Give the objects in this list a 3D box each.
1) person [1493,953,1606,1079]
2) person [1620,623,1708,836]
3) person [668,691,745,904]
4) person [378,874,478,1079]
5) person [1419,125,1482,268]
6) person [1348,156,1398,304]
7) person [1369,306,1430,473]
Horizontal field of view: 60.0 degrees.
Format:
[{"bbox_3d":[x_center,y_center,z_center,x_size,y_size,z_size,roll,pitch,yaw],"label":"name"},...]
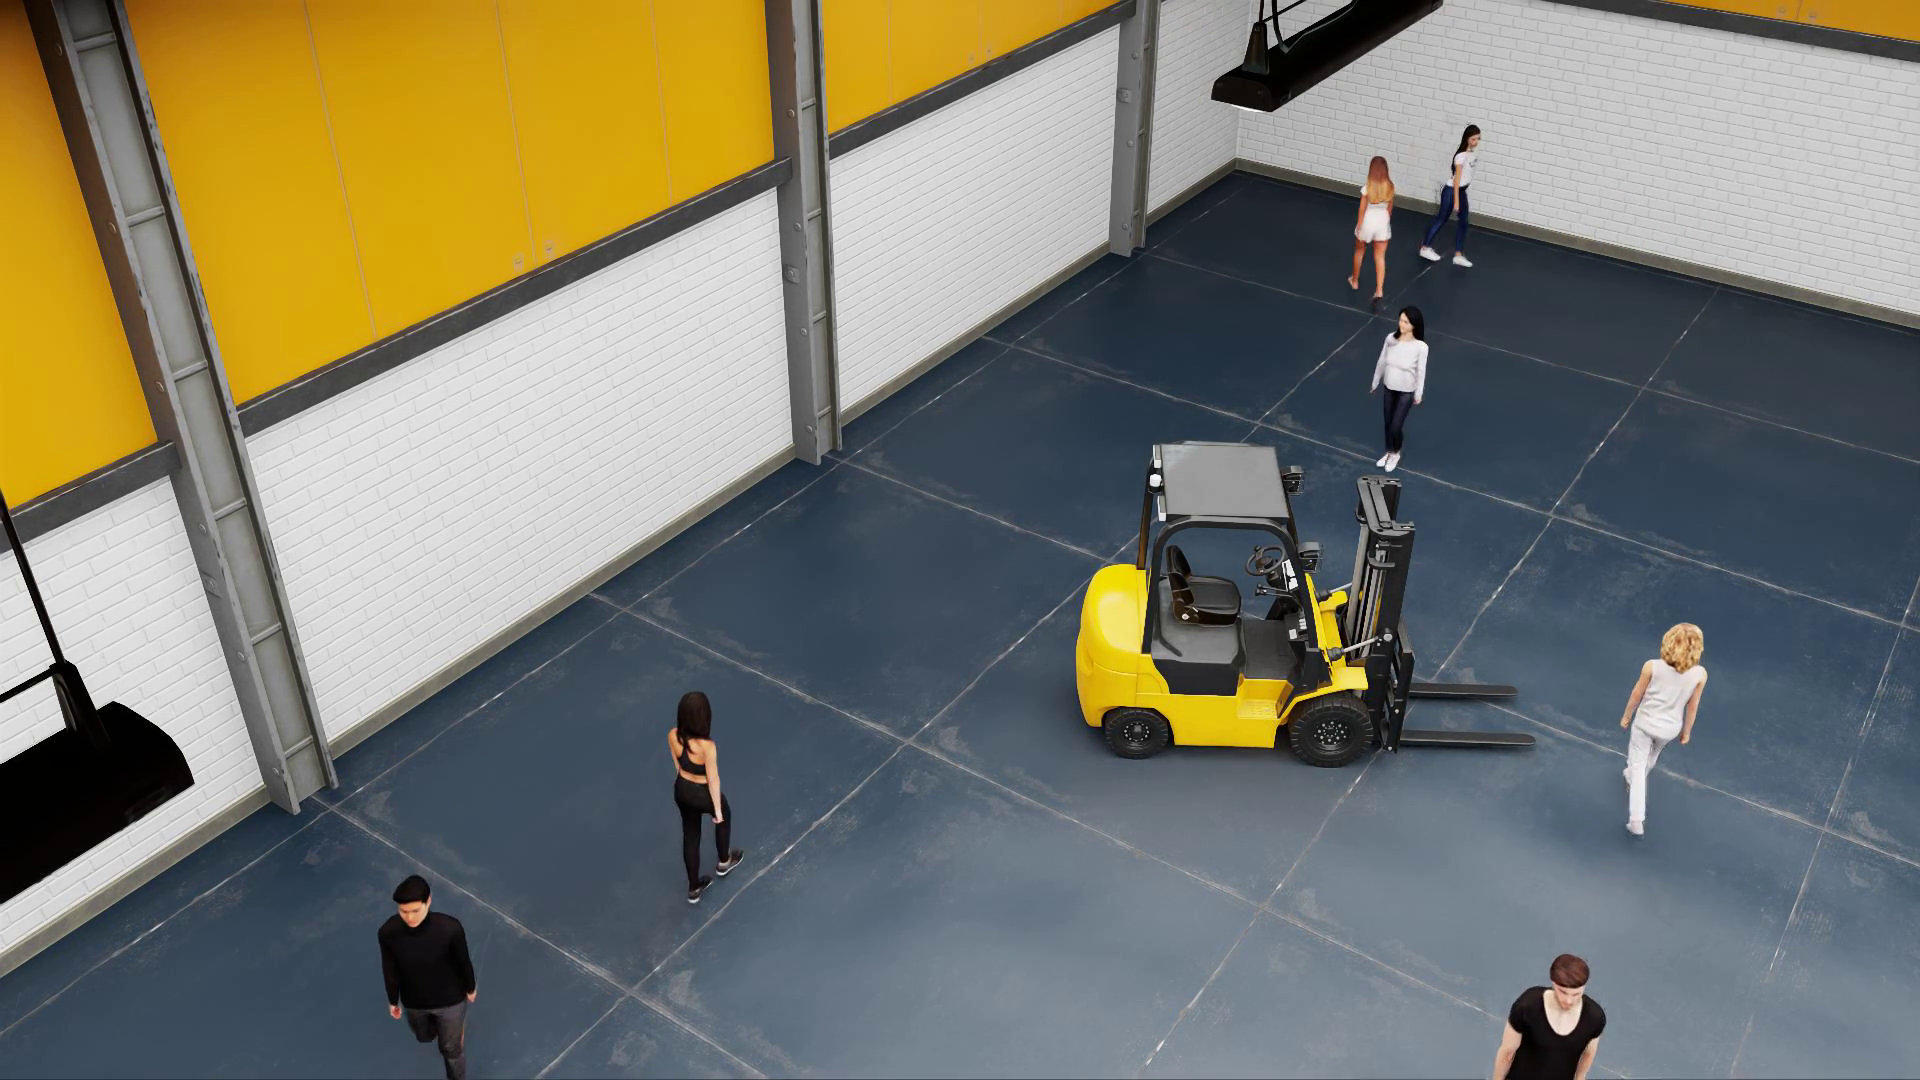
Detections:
[{"bbox_3d":[3.125,2.878,9.024,0.774,1.884,0.794,8,34,12],"label":"person"},{"bbox_3d":[4.853,1.324,11.584,0.887,1.639,1.132,6,34,9],"label":"person"},{"bbox_3d":[-1.771,1.746,10.962,0.665,1.624,0.822,13,36,19],"label":"person"},{"bbox_3d":[-3.056,2.567,9.658,0.948,1.701,1.098,1,34,2],"label":"person"},{"bbox_3d":[5.768,-4.084,19.633,0.771,1.736,0.904,25,41,32],"label":"person"},{"bbox_3d":[4.705,-3.496,18.804,0.953,1.672,1.122,0,34,0],"label":"person"},{"bbox_3d":[4.201,-1.445,15.705,0.668,1.688,0.684,-28,42,-35],"label":"person"}]
